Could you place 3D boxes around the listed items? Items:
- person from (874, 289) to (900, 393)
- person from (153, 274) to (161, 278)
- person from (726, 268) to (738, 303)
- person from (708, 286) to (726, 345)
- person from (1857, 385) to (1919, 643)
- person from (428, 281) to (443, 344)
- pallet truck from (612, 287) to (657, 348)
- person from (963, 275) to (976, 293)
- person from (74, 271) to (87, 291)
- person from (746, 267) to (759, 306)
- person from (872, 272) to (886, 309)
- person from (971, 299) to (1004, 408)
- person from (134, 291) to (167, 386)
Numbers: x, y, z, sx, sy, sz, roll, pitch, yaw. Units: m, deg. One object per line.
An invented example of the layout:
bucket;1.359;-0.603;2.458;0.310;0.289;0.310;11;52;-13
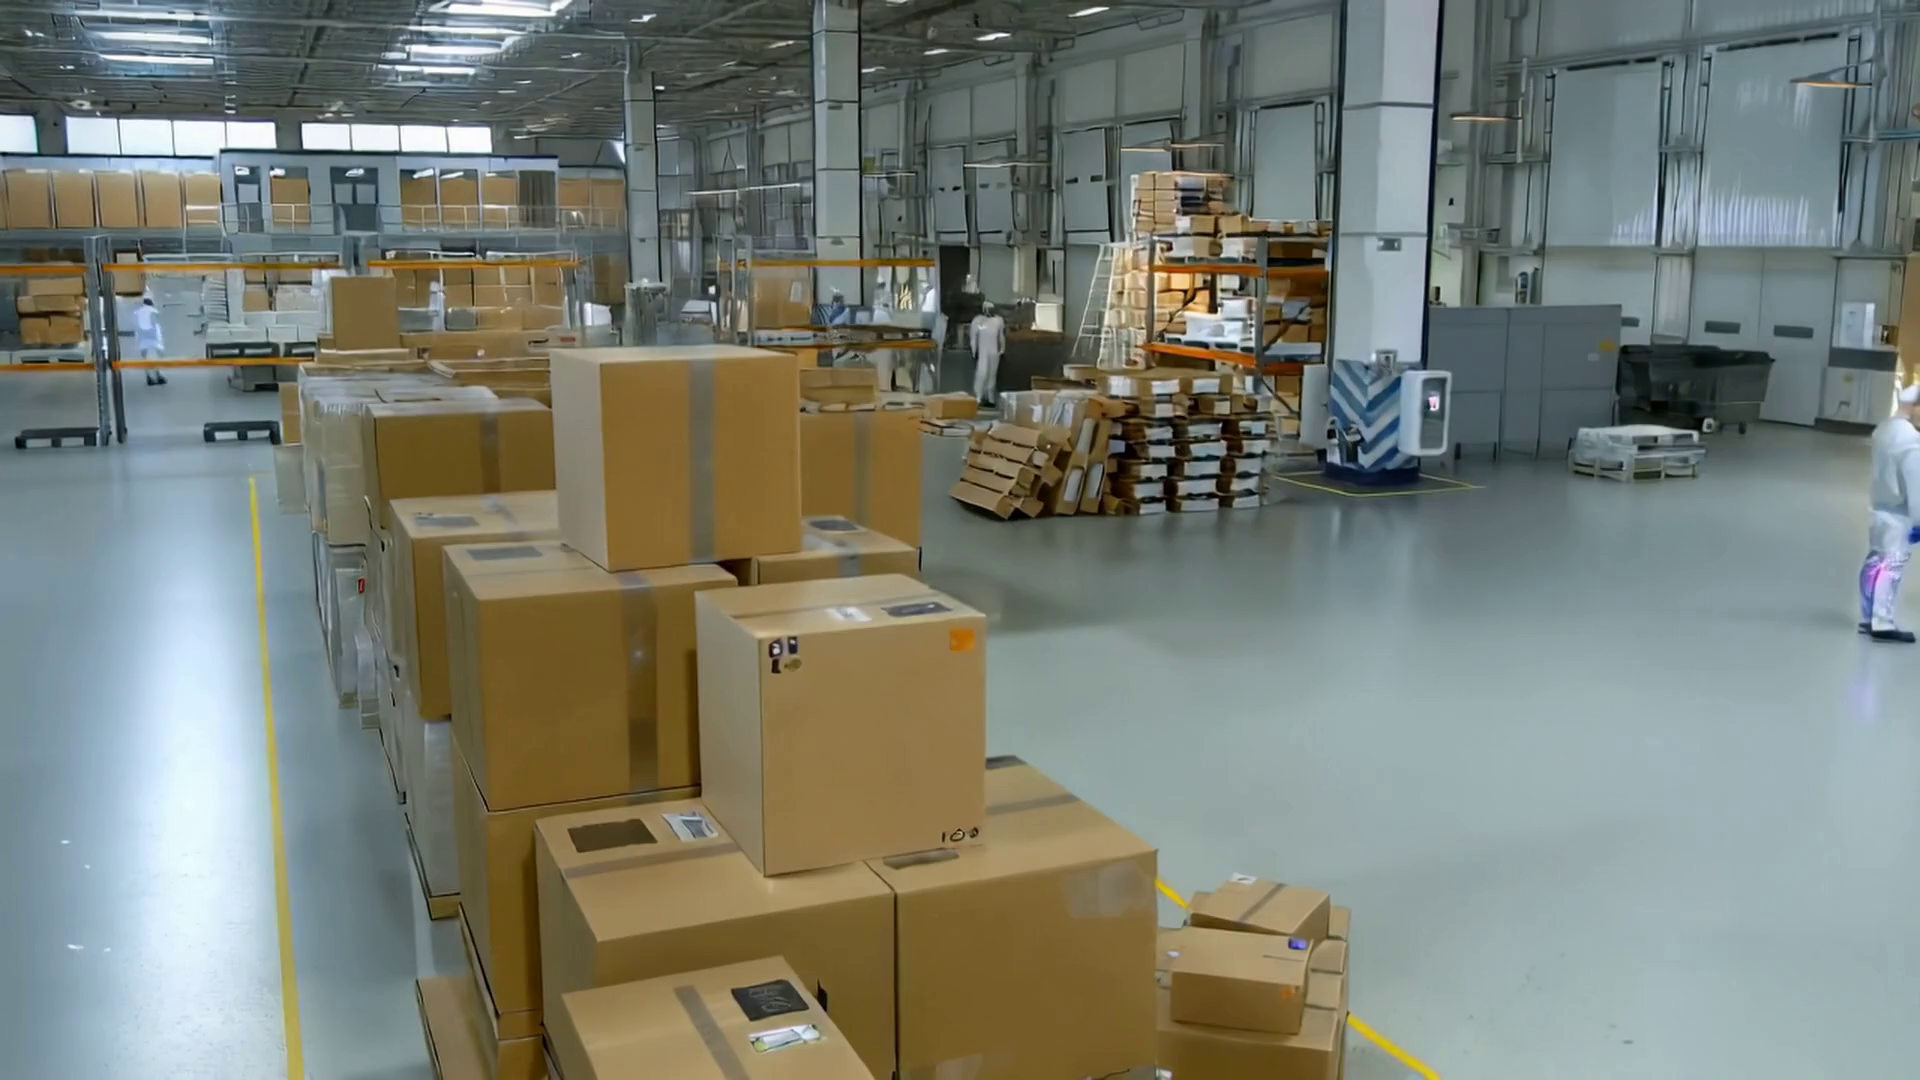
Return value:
person;-1.389;-3.879;32.380;0.536;2.000;0.676;2;10;8
person;-24.437;-7.134;50.665;0.791;1.906;0.565;1;10;4
person;-8.196;-8.774;59.621;0.409;1.943;0.615;6;12;32
person;-5.556;-4.833;37.952;0.384;1.928;0.589;3;11;18
person;6.970;-0.190;12.376;0.385;1.929;0.636;0;10;1
person;-14.043;-6.004;44.564;0.353;1.877;0.573;-8;13;-38
pallet truck;-6.464;-4.406;35.401;0.823;1.965;1.885;6;12;32
person;0.330;-7.661;53.882;0.507;1.811;0.961;-5;11;-26
person;-29.889;-8.163;56.386;0.634;1.897;0.607;3;11;15
person;-9.287;-11.310;73.974;0.660;1.804;0.898;-8;13;-37
person;-2.446;-7.072;50.124;0.391;1.987;0.608;-6;12;-32
person;0.500;-3.317;29.571;0.629;1.937;0.379;-5;11;-25
person;-16.507;-4.111;33.989;0.581;1.917;0.608;2;10;9
